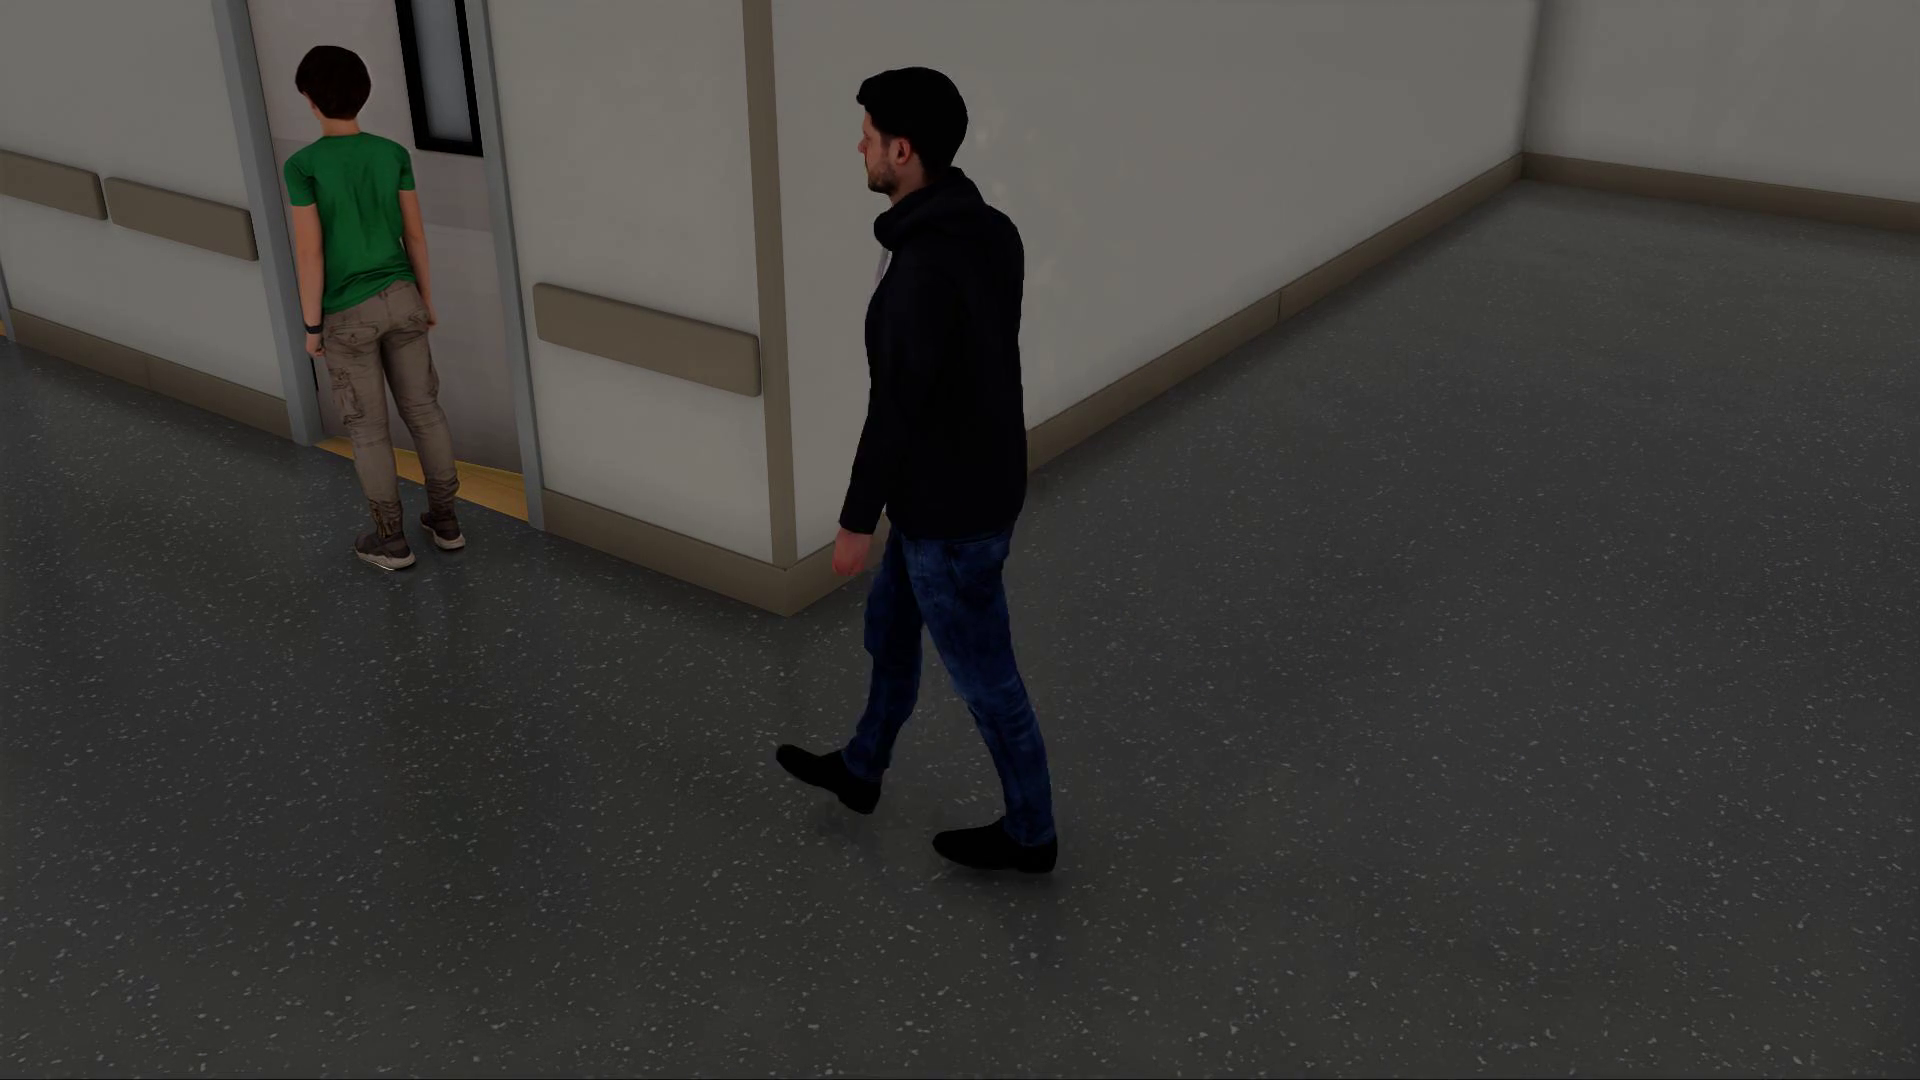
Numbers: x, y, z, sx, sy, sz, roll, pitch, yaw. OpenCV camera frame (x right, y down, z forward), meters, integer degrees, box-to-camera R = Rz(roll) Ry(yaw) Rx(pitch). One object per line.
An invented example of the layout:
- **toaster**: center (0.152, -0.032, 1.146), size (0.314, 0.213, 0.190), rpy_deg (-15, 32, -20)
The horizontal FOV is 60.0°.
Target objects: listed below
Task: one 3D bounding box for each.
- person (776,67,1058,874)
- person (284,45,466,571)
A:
- **person**: center (0.072, -0.054, 3.639), size (0.956, 1.858, 1.040), rpy_deg (7, 27, 13)
- **person**: center (-1.850, -0.715, 5.248), size (0.522, 1.651, 0.690), rpy_deg (-23, 34, -39)
